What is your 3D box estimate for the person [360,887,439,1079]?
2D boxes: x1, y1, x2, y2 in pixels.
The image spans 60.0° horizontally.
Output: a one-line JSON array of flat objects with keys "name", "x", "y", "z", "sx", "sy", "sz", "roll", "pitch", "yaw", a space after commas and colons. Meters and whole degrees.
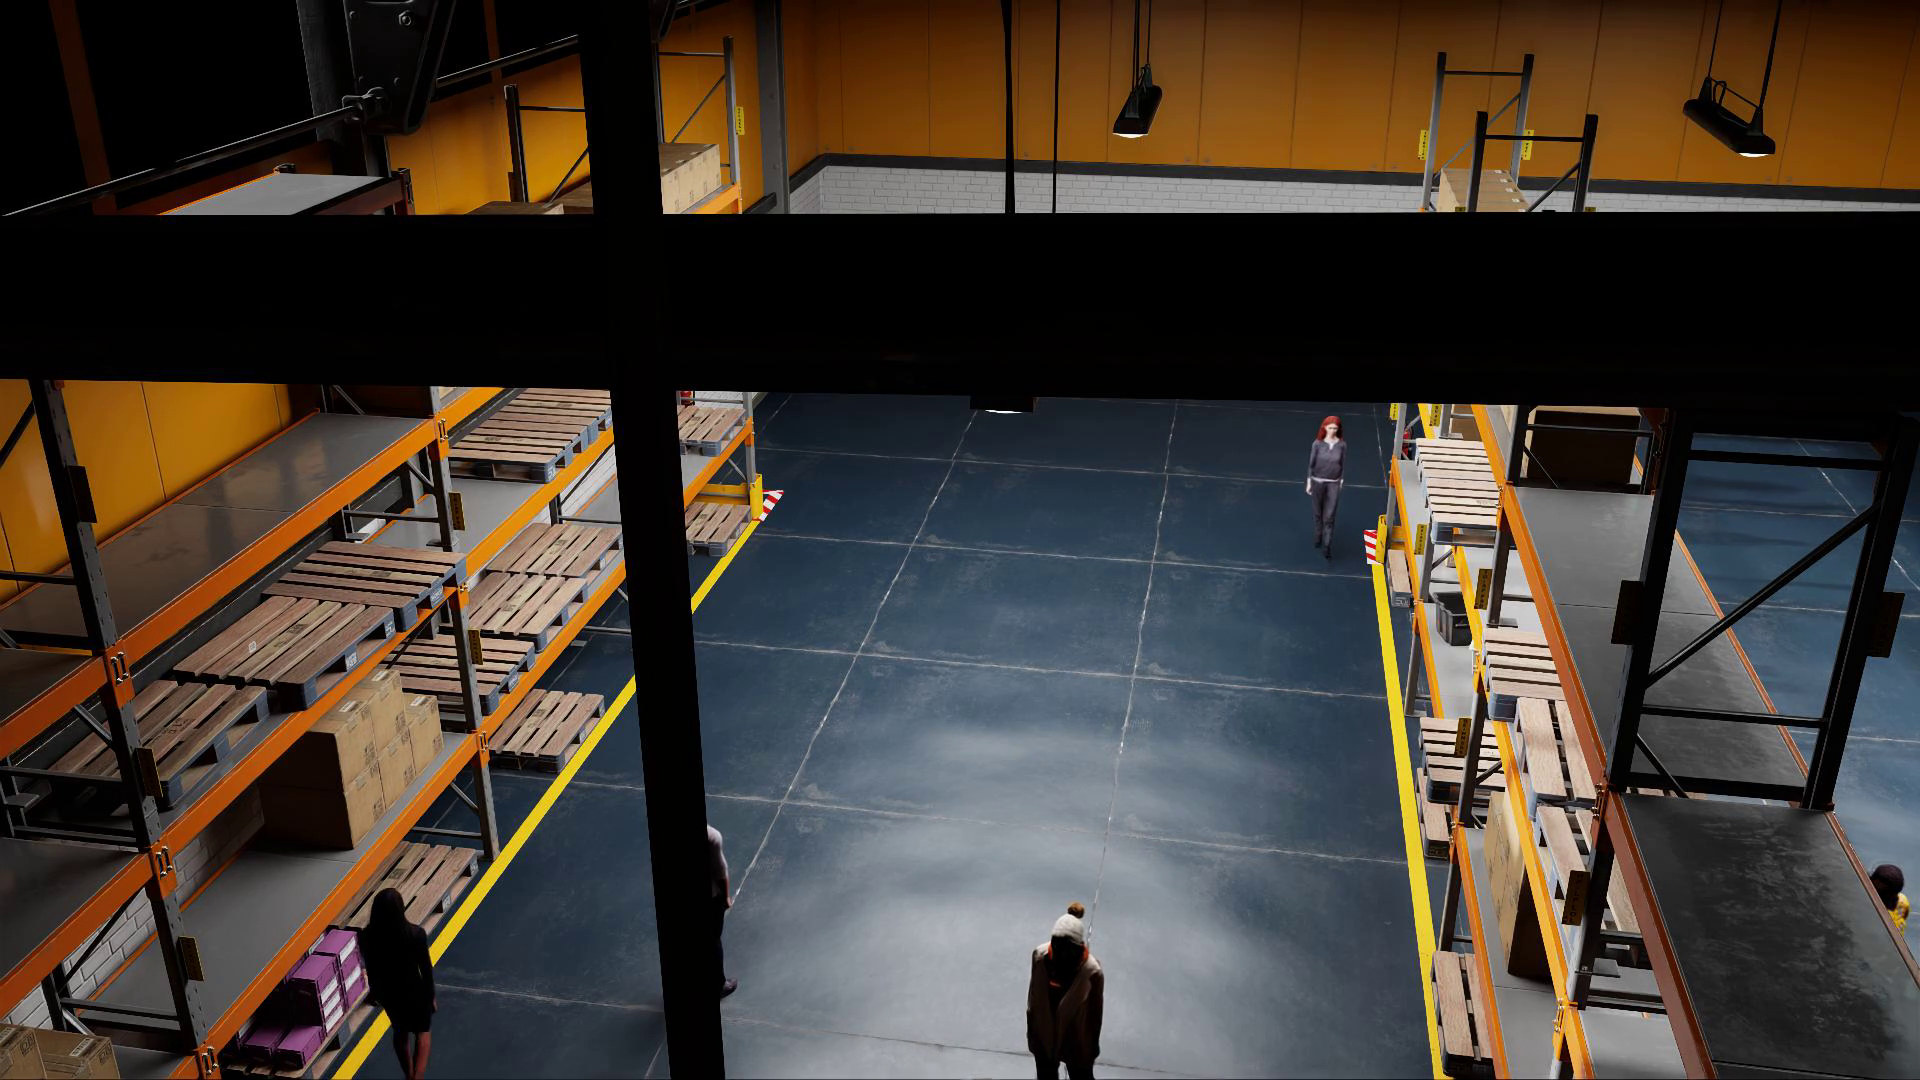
[{"name": "person", "x": -3.874, "y": 3.206, "z": 11.478, "sx": 0.740, "sy": 1.702, "sz": 0.951, "roll": -1, "pitch": 24, "yaw": -3}]

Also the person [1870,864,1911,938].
[{"name": "person", "x": 6.498, "y": 3.015, "z": 11.981, "sx": 0.731, "sy": 1.647, "sz": 0.764, "roll": 1, "pitch": 24, "yaw": 3}]

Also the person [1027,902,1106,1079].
[{"name": "person", "x": 0.718, "y": 3.237, "z": 11.172, "sx": 0.764, "sy": 1.889, "sz": 0.767, "roll": 11, "pitch": 26, "yaw": 24}]

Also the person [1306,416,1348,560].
[{"name": "person", "x": 4.462, "y": -0.692, "z": 20.360, "sx": 0.629, "sy": 1.729, "sz": 1.127, "roll": 6, "pitch": 24, "yaw": 13}]
